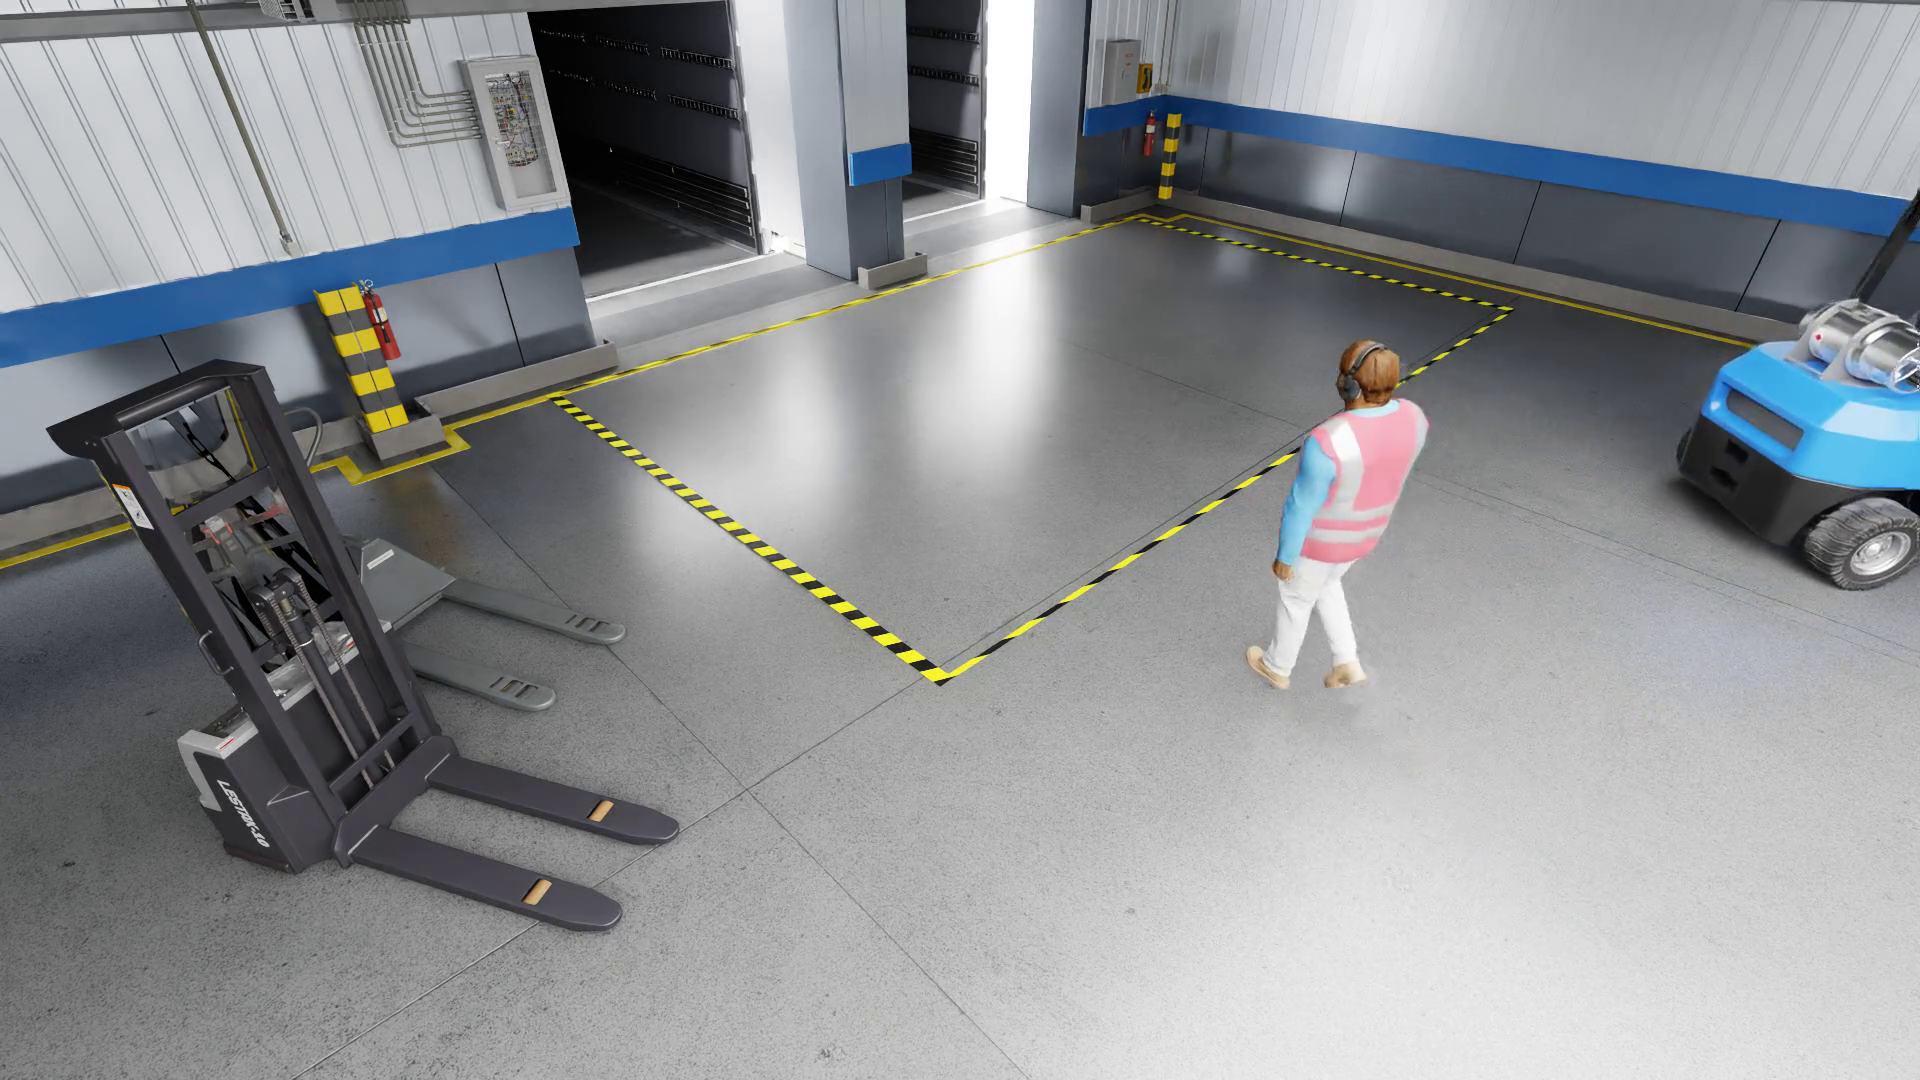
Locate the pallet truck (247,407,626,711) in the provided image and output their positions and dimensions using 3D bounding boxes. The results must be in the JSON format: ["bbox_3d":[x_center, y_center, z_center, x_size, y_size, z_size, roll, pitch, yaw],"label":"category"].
[{"bbox_3d":[-2.628,0.038,4.590,1.601,1.201,0.680,12,36,18],"label":"pallet truck"}]

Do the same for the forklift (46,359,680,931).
[{"bbox_3d":[-2.135,0.422,3.354,1.885,1.965,0.823,10,35,14],"label":"forklift"}]

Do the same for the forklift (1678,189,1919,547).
[{"bbox_3d":[6.016,-1.041,5.189,2.680,2.036,1.157,0,34,0],"label":"forklift"}]

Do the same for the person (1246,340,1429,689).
[{"bbox_3d":[1.687,-0.005,4.127,0.639,1.829,0.593,-15,37,-21],"label":"person"}]
